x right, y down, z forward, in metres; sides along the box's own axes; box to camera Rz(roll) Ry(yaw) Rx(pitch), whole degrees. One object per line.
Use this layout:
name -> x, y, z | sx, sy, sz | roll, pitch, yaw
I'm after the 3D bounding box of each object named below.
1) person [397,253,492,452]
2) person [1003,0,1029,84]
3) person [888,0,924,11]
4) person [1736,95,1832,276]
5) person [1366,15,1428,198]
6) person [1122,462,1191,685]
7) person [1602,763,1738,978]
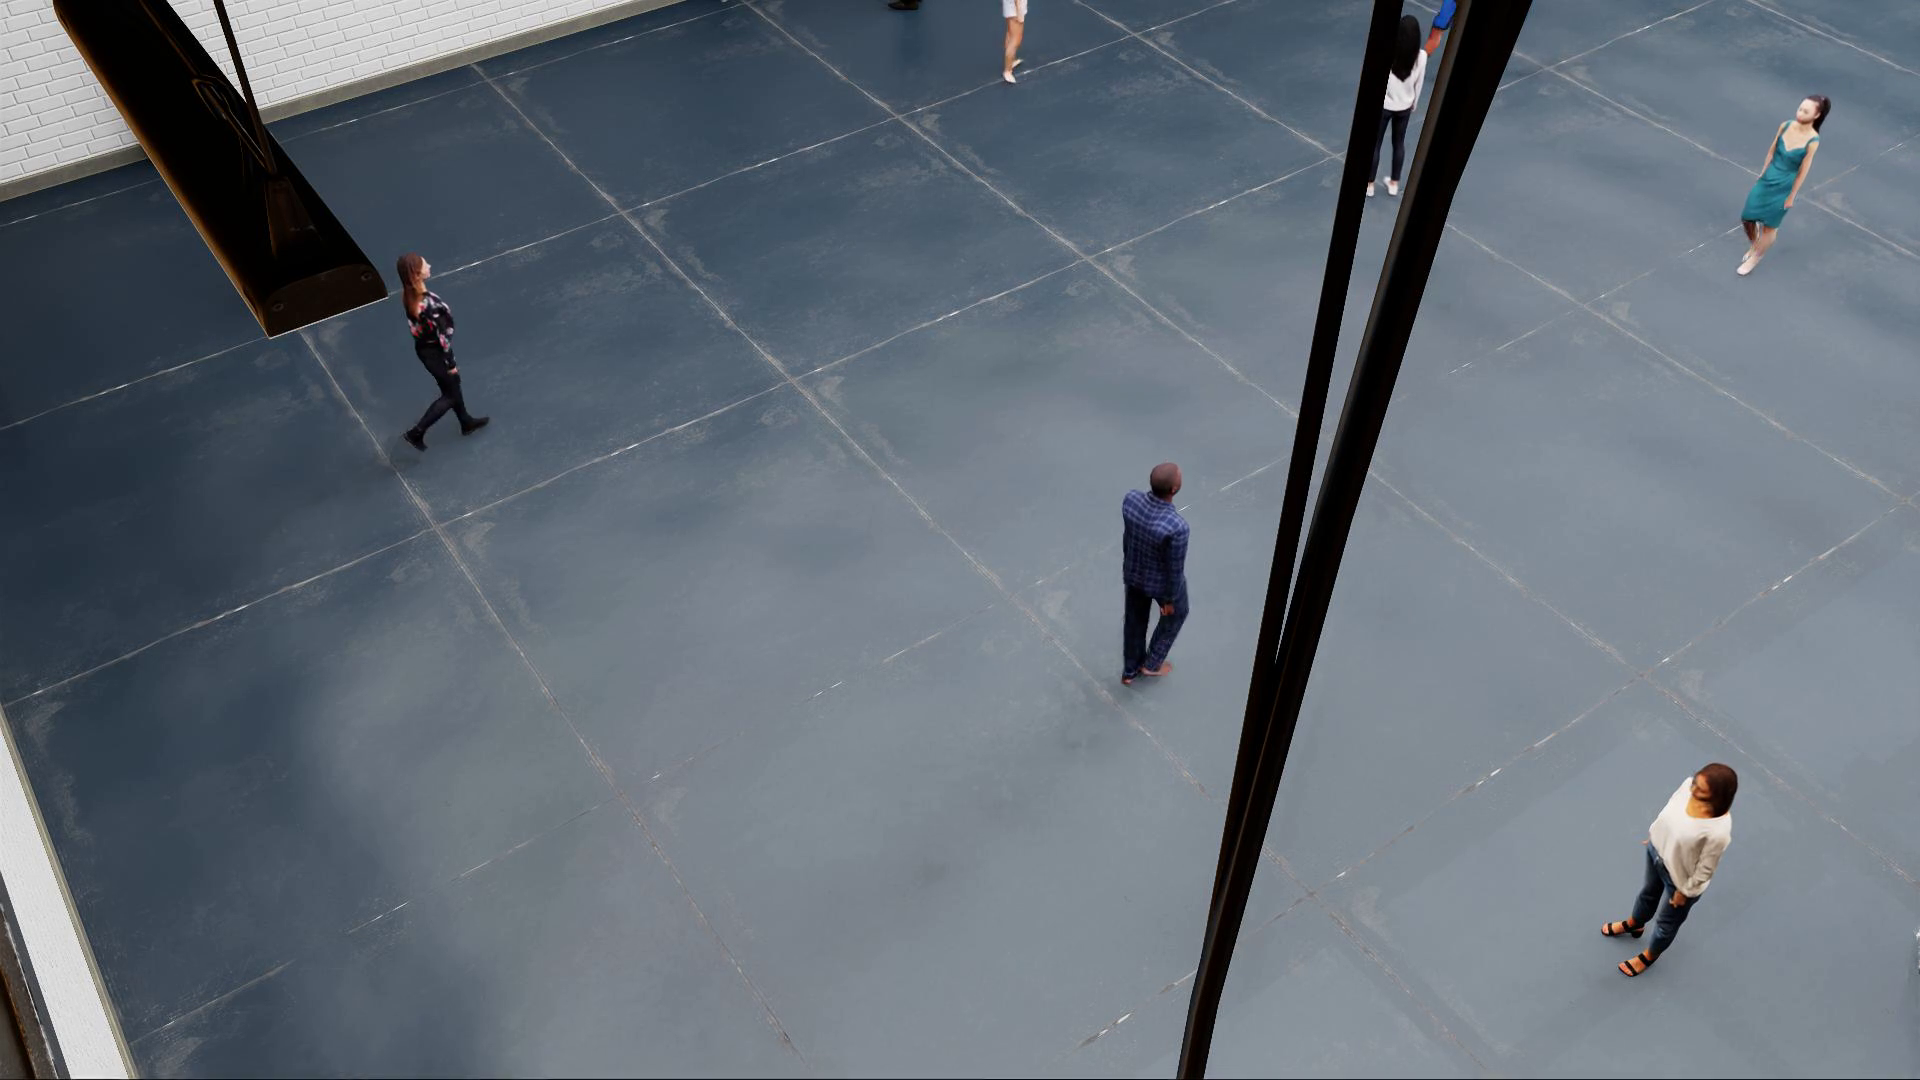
person -> -3.902, -1.342, 12.172 | 0.923, 1.665, 0.608 | -29, 51, -27
person -> 0.533, -5.353, 16.413 | 0.722, 1.621, 0.716 | -7, 44, -7
person -> -0.553, -6.532, 17.435 | 0.836, 1.919, 0.749 | 11, 45, 12
person -> 6.868, -2.952, 13.853 | 0.594, 1.677, 0.599 | -21, 47, -20
person -> 3.852, -3.850, 14.779 | 0.628, 1.698, 0.751 | -6, 44, -6
person -> 1.144, 0.265, 10.379 | 0.755, 1.810, 0.753 | 30, 51, 27
person -> 3.856, 1.740, 8.927 | 0.700, 1.678, 0.697 | -4, 44, -5
